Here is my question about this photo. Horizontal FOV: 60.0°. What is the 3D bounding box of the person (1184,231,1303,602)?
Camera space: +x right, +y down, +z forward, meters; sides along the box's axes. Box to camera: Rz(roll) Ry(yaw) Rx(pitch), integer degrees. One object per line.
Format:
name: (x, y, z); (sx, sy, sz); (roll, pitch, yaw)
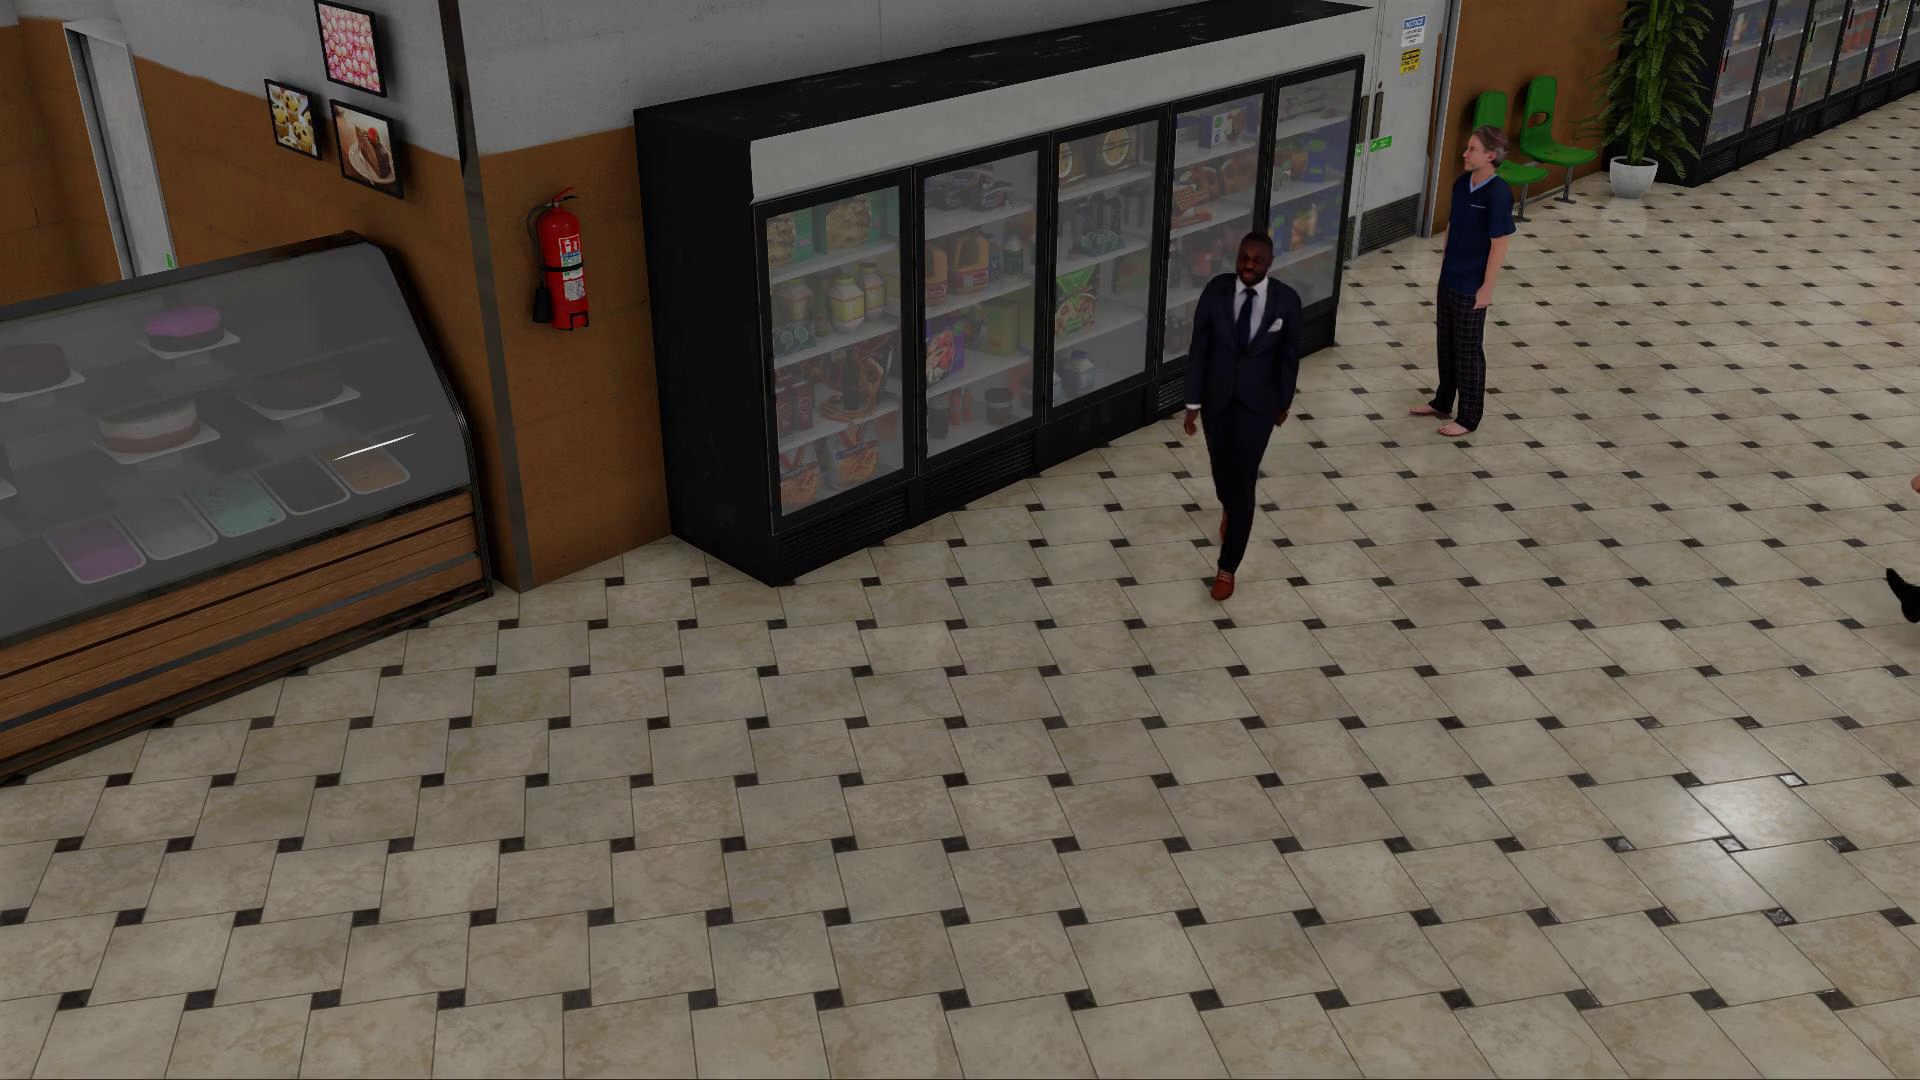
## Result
person: (1.415, -0.704, 8.429); (1.245, 1.798, 1.073); (10, 28, 18)

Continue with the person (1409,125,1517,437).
person: (3.066, -1.564, 10.044); (0.796, 1.871, 0.651); (-8, 28, -15)
